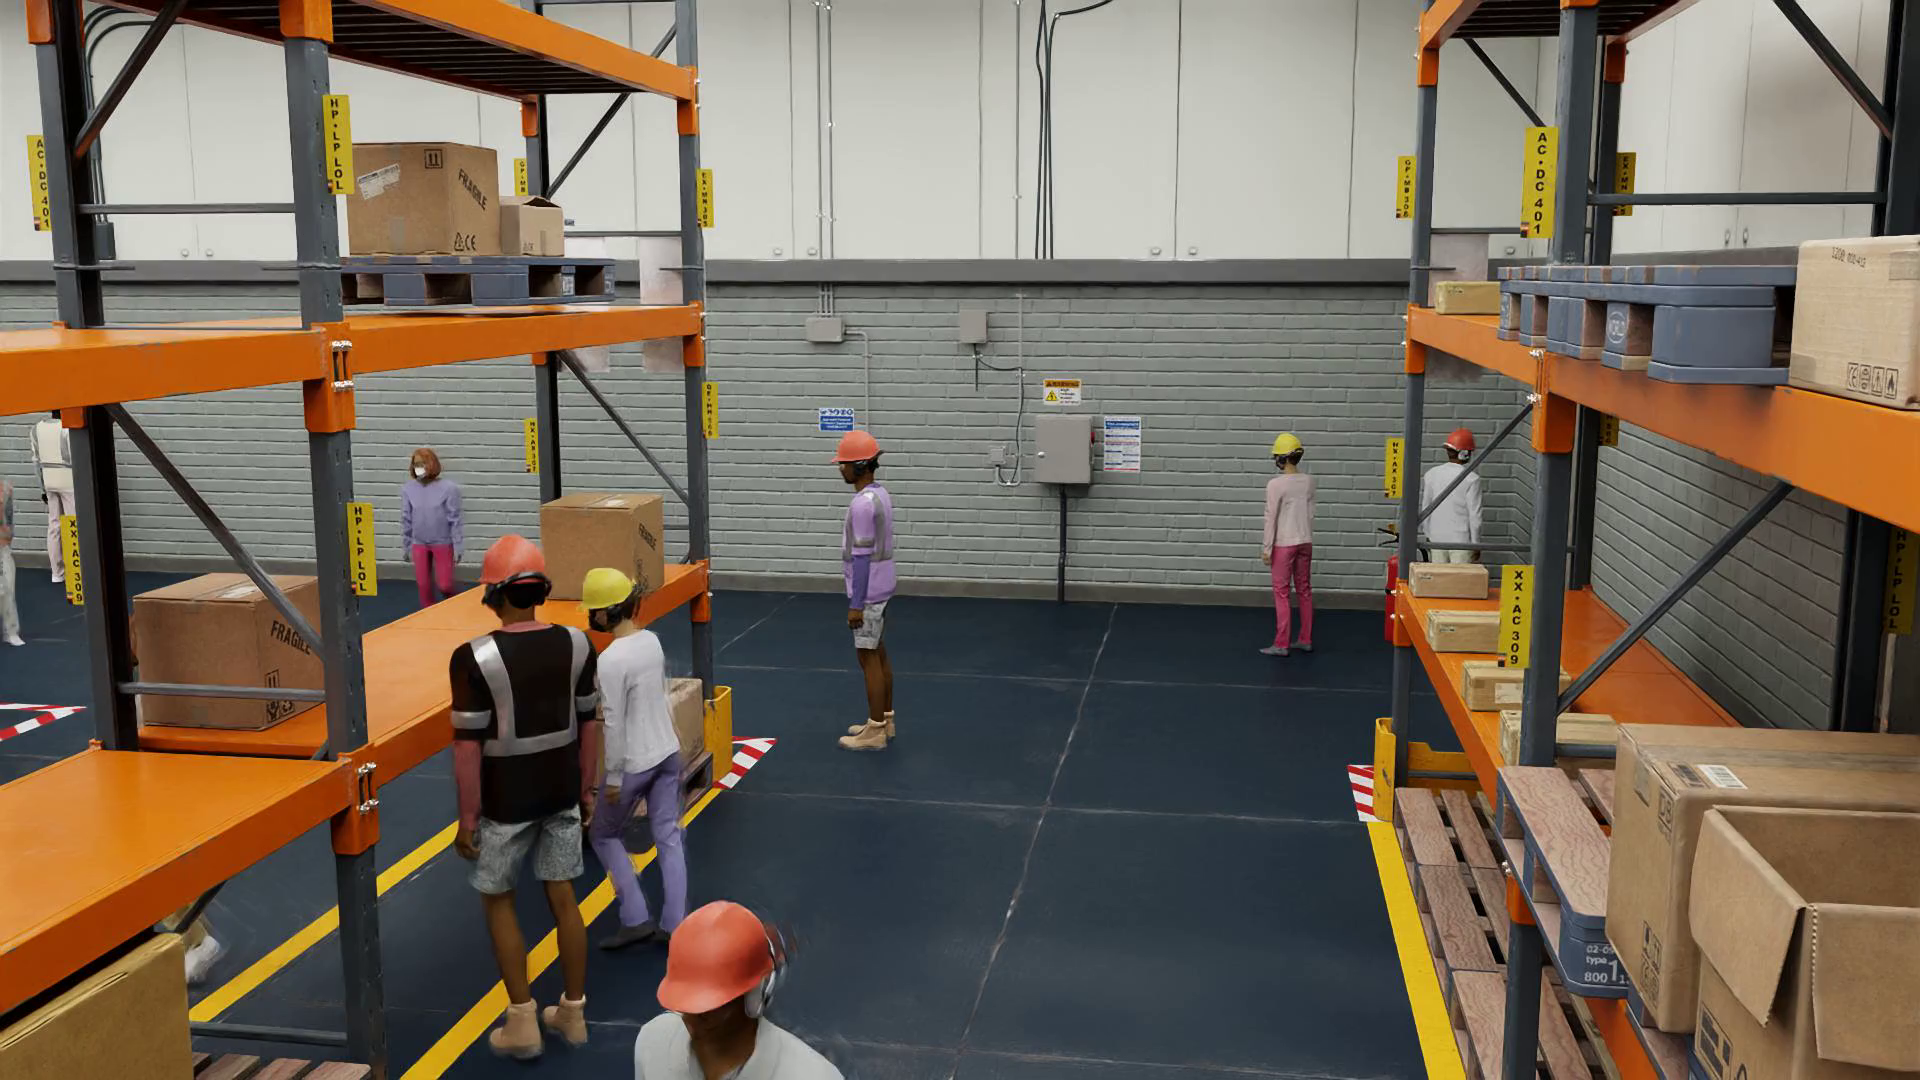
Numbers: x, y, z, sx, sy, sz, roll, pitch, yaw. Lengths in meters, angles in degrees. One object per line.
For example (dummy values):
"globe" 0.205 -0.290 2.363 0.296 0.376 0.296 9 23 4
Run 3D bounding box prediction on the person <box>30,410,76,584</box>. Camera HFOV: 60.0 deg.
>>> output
"person" -8.651 -0.524 16.076 0.585 1.928 0.368 2 9 14

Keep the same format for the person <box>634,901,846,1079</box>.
"person" -0.514 1.609 3.568 0.587 1.708 0.844 5 10 26

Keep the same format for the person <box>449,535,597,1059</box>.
"person" -1.687 0.994 6.480 0.517 2.018 0.618 9 13 44

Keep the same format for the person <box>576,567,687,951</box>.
"person" -1.429 0.979 7.382 0.486 1.735 0.548 4 10 24

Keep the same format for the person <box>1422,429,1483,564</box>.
"person" 4.050 -0.038 13.614 0.342 1.748 0.573 -6 11 -33

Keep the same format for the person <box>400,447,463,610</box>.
"person" -4.267 0.049 13.477 0.516 1.621 0.412 1 9 6

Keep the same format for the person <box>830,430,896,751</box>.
"person" -0.614 0.322 10.555 0.410 2.035 0.601 1 9 5

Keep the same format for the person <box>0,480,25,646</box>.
"person" -7.951 0.050 13.520 0.752 1.610 0.509 7 11 36

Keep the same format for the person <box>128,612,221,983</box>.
"person" -3.402 1.097 7.036 0.342 1.609 0.510 -1 9 -4

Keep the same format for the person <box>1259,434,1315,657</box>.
"person" 2.582 0.039 13.136 0.523 1.758 0.350 -7 11 -36
